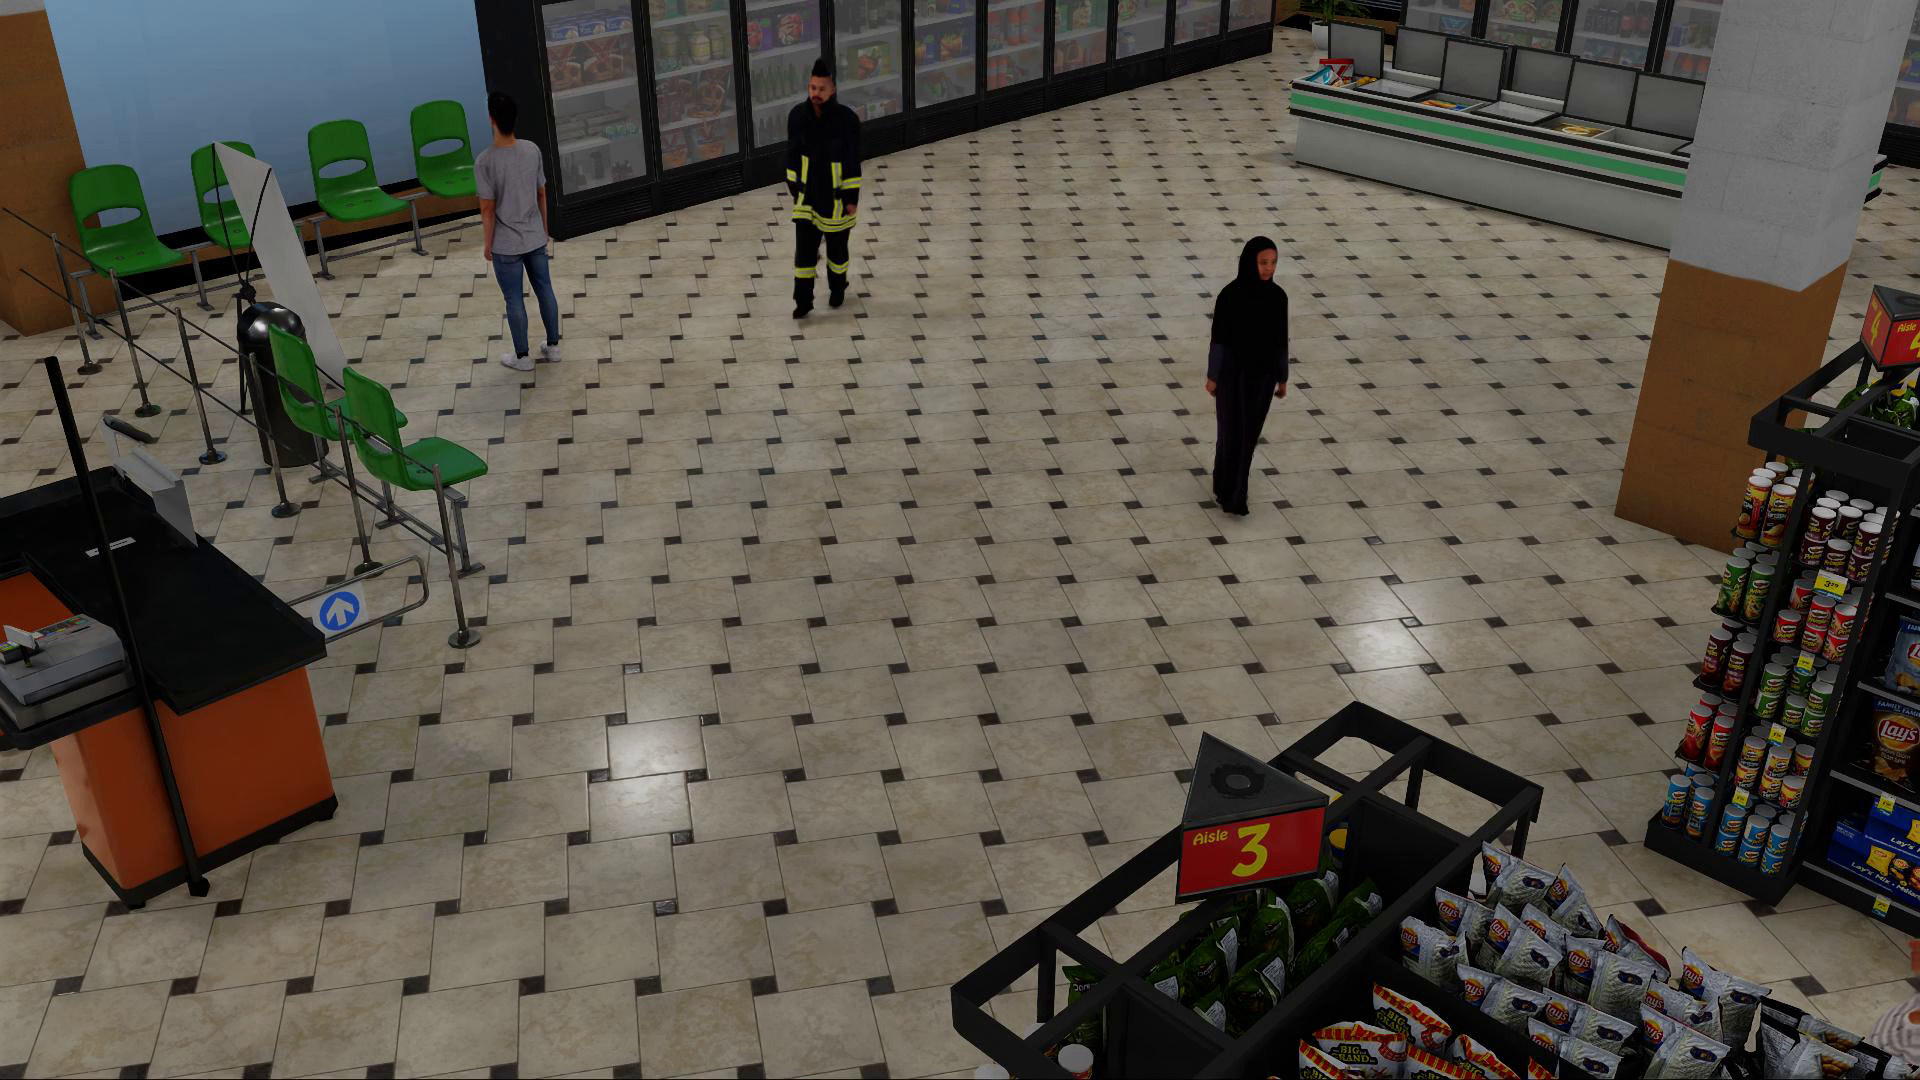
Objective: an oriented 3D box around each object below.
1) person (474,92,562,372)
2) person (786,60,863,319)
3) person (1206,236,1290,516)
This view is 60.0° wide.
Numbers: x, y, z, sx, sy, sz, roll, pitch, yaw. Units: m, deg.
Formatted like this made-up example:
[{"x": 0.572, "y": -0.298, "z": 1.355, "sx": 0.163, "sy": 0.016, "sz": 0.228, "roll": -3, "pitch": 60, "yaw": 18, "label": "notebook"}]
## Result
[{"x": -3.002, "y": -2.085, "z": 11.289, "sx": 0.545, "sy": 1.890, "sz": 0.657, "roll": 25, "pitch": 37, "yaw": 38, "label": "person"}, {"x": -0.971, "y": -2.619, "z": 12.315, "sx": 1.054, "sy": 1.844, "sz": 1.091, "roll": 4, "pitch": 29, "yaw": 7, "label": "person"}, {"x": 1.612, "y": -0.990, "z": 9.577, "sx": 0.829, "sy": 1.609, "sz": 0.929, "roll": -8, "pitch": 30, "yaw": -14, "label": "person"}]
